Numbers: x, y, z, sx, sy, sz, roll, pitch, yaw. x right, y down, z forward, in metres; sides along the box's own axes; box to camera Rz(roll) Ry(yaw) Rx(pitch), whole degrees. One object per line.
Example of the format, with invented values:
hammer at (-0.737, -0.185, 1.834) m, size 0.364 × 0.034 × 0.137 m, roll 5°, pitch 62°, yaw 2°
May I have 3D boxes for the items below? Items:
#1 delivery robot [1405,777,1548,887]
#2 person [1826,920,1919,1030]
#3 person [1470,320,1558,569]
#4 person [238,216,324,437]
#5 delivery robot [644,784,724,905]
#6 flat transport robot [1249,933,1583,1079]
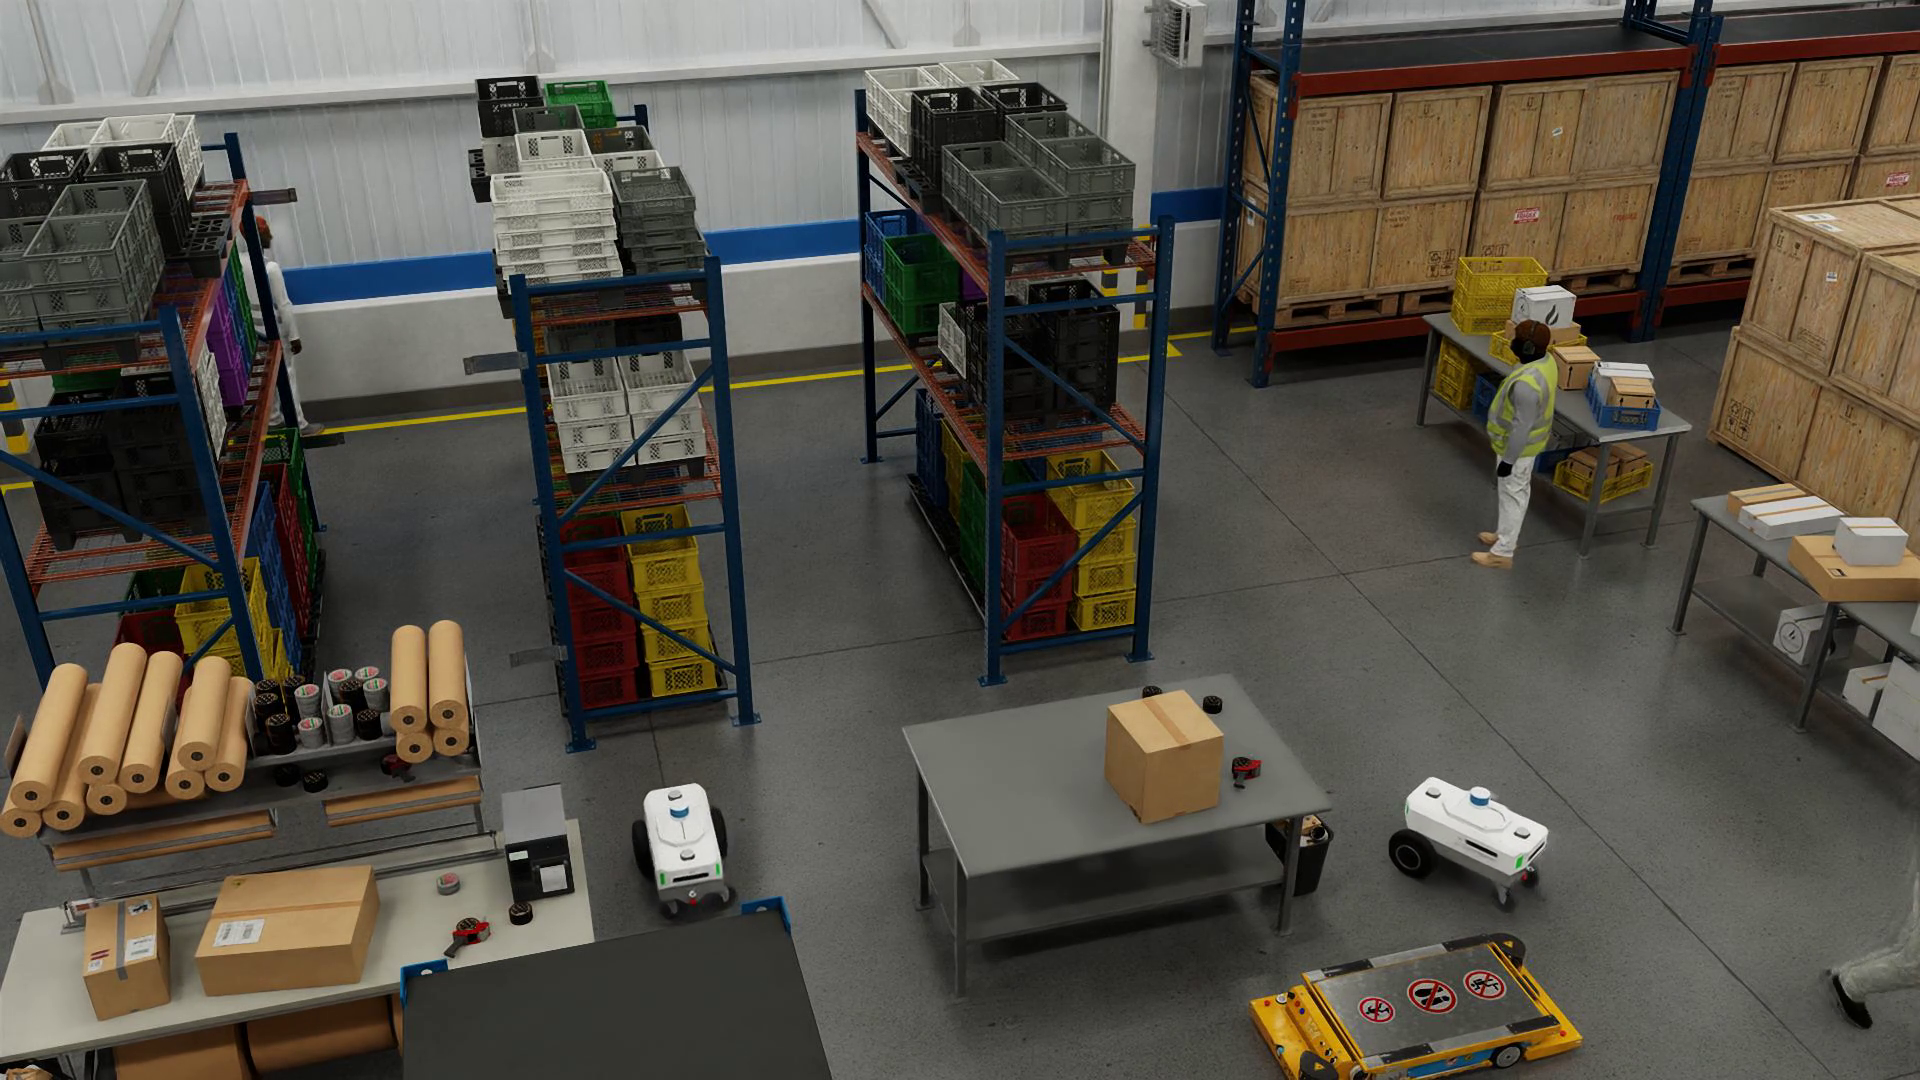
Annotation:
delivery robot at (2.762, 1.549, 8.924) m, size 0.707 × 0.478 × 0.477 m, roll 24°, pitch 37°, yaw 36°
person at (4.533, 1.668, 7.530) m, size 0.590 × 1.797 × 0.880 m, roll -11°, pitch 31°, yaw -20°
person at (3.922, -0.678, 11.748) m, size 0.430 × 1.844 × 0.624 m, roll 14°, pitch 32°, yaw 24°
person at (-5.634, -1.724, 13.607) m, size 0.582 × 1.882 × 0.338 m, roll 16°, pitch 32°, yaw 26°
delivery robot at (-1.473, 1.598, 8.839) m, size 0.477 × 0.478 × 0.707 m, roll -8°, pitch 30°, yaw -14°
flat transport robot at (2.184, 2.282, 7.980) m, size 1.431 × 0.197 × 0.652 m, roll -8°, pitch 30°, yaw -14°
